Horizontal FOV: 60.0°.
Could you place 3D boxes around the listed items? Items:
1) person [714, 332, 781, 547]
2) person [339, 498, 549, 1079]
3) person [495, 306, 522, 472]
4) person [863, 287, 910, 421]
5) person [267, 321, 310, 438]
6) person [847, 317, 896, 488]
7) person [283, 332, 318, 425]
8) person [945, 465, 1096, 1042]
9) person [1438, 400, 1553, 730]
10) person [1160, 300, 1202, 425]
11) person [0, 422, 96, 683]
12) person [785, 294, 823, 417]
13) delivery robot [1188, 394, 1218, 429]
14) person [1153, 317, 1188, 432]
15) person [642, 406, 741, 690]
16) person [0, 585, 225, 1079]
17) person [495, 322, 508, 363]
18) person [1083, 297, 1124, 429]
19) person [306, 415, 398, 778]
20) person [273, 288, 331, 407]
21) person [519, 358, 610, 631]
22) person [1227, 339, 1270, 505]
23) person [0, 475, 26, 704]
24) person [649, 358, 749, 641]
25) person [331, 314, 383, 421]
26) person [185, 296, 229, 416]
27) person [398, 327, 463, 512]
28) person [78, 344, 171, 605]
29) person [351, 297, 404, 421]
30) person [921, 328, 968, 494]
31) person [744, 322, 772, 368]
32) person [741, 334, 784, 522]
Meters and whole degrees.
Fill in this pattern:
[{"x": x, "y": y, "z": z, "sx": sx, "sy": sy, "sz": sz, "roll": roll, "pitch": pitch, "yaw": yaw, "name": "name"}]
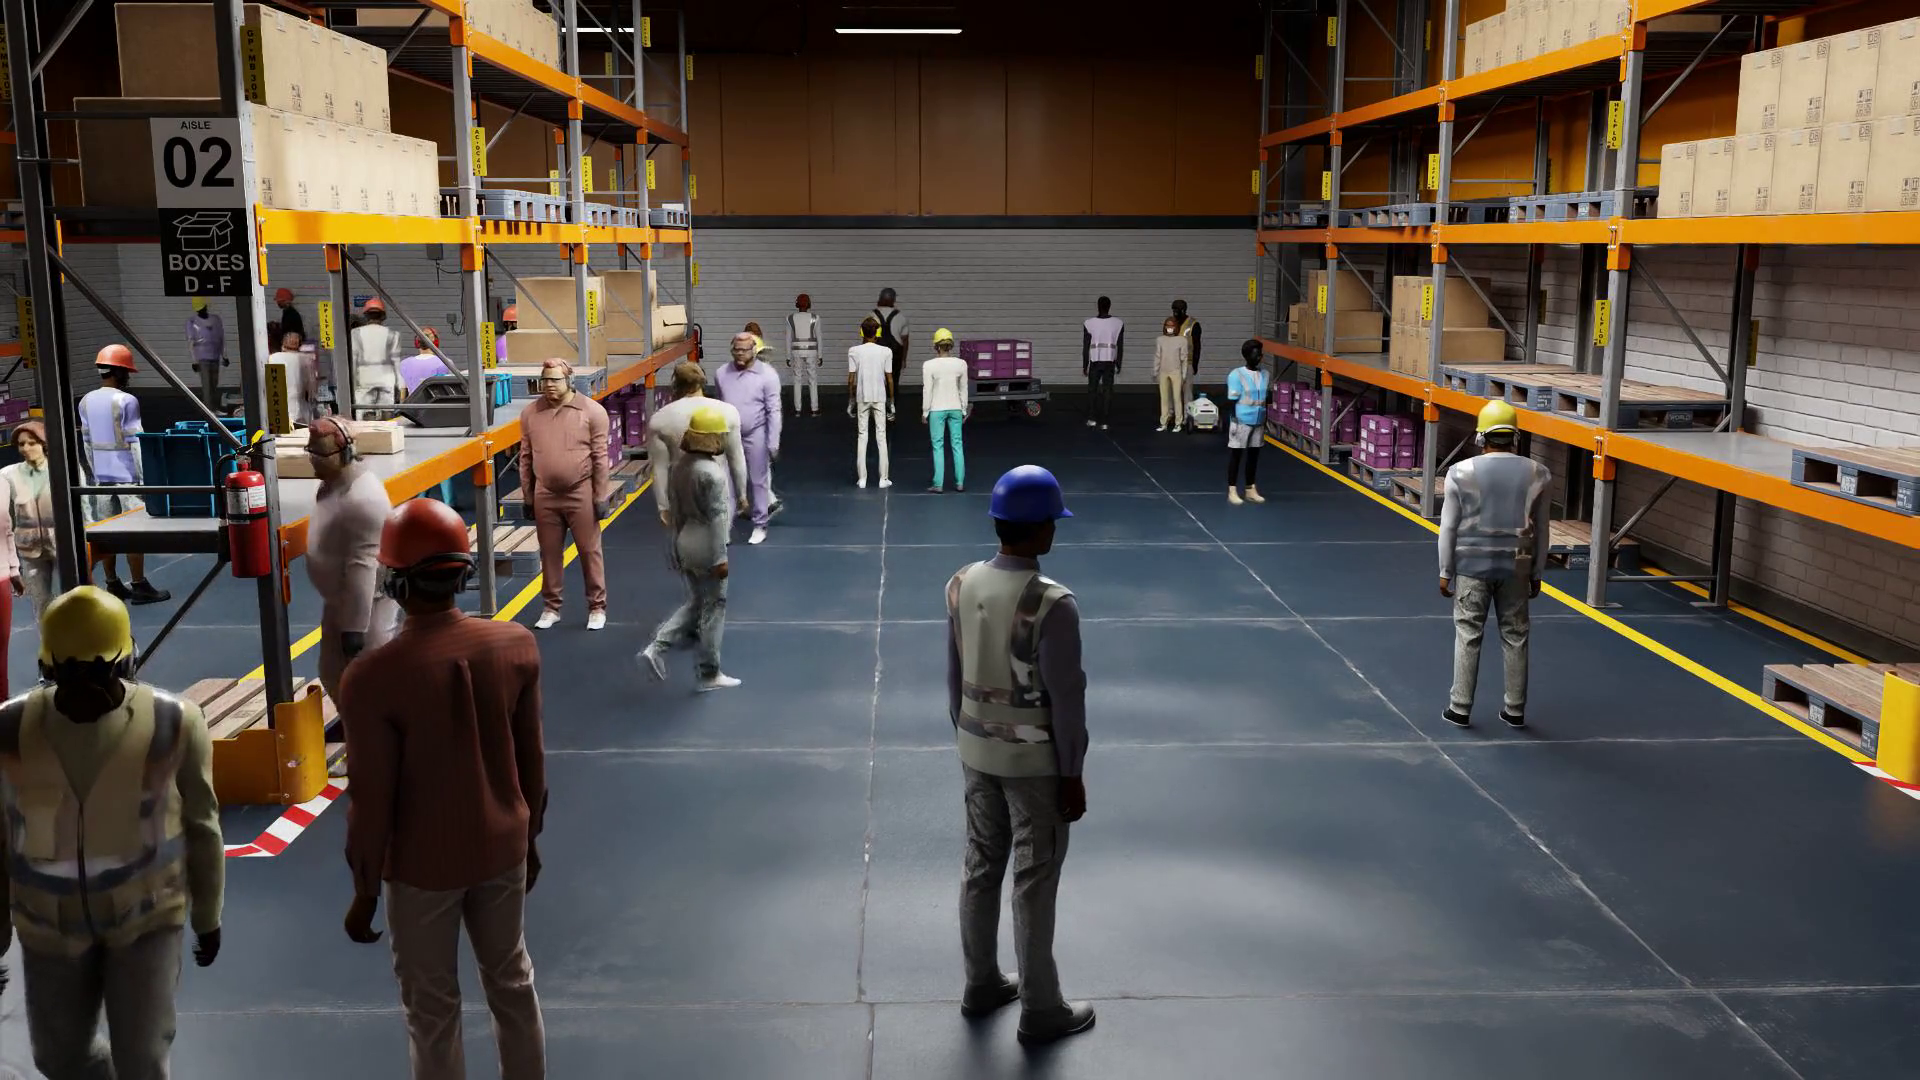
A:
[{"x": -1.904, "y": -0.867, "z": 14.601, "sx": 0.689, "sy": 1.894, "sz": 0.634, "roll": 3, "pitch": 11, "yaw": 17, "name": "person"}, {"x": -1.419, "y": 0.872, "z": 4.612, "sx": 0.380, "sy": 1.996, "sz": 0.608, "roll": 9, "pitch": 13, "yaw": 40, "name": "person"}, {"x": -5.196, "y": -1.773, "z": 19.513, "sx": 0.354, "sy": 1.939, "sz": 0.544, "roll": 2, "pitch": 10, "yaw": 11, "name": "person"}, {"x": -1.094, "y": -2.792, "z": 24.899, "sx": 0.702, "sy": 2.000, "sz": 0.584, "roll": 0, "pitch": 10, "yaw": 1, "name": "person"}, {"x": -6.698, "y": -1.207, "z": 16.464, "sx": 0.609, "sy": 1.909, "sz": 1.043, "roll": -10, "pitch": 14, "yaw": -44, "name": "person"}, {"x": -0.972, "y": -1.497, "z": 18.172, "sx": 0.538, "sy": 1.866, "sz": 0.313, "roll": 0, "pitch": 10, "yaw": 1, "name": "person"}, {"x": -8.097, "y": -1.731, "z": 20.235, "sx": 0.522, "sy": 1.601, "sz": 0.837, "roll": -2, "pitch": 10, "yaw": -8, "name": "person"}, {"x": 0.203, "y": 0.715, "z": 5.620, "sx": 0.388, "sy": 1.947, "sz": 0.610, "roll": -9, "pitch": 14, "yaw": -41, "name": "person"}, {"x": 2.932, "y": 0.143, "z": 9.169, "sx": 0.591, "sy": 1.823, "sz": 0.405, "roll": 1, "pitch": 10, "yaw": 4, "name": "person"}, {"x": 3.226, "y": -2.603, "z": 24.436, "sx": 0.658, "sy": 1.837, "sz": 0.430, "roll": 8, "pitch": 13, "yaw": 36, "name": "person"}, {"x": -5.519, "y": 0.081, "z": 10.087, "sx": 0.518, "sy": 1.614, "sz": 0.387, "roll": -2, "pitch": 10, "yaw": -13, "name": "person"}, {"x": -2.389, "y": -2.828, "z": 25.541, "sx": 0.574, "sy": 1.883, "sz": 0.355, "roll": 0, "pitch": 10, "yaw": 1, "name": "person"}, {"x": 3.401, "y": -1.807, "z": 23.290, "sx": 0.477, "sy": 0.478, "sz": 0.707, "roll": 0, "pitch": 10, "yaw": -1, "name": "delivery robot"}, {"x": 2.987, "y": -2.341, "z": 23.539, "sx": 0.509, "sy": 1.632, "sz": 0.289, "roll": 6, "pitch": 12, "yaw": 31, "name": "person"}, {"x": -1.571, "y": 0.070, "z": 9.839, "sx": 0.502, "sy": 1.728, "sz": 0.484, "roll": -8, "pitch": 13, "yaw": -38, "name": "person"}, {"x": -2.305, "y": 0.984, "z": 4.500, "sx": 0.607, "sy": 1.807, "sz": 0.737, "roll": -3, "pitch": 11, "yaw": -16, "name": "person"}, {"x": -6.053, "y": -2.193, "z": 22.533, "sx": 0.548, "sy": 1.685, "sz": 0.452, "roll": -3, "pitch": 11, "yaw": -18, "name": "person"}, {"x": 2.063, "y": -2.566, "z": 24.105, "sx": 0.597, "sy": 1.882, "sz": 0.871, "roll": 0, "pitch": 10, "yaw": 1, "name": "person"}, {"x": -2.920, "y": 0.314, "z": 8.072, "sx": 0.458, "sy": 1.872, "sz": 0.684, "roll": -7, "pitch": 13, "yaw": -35, "name": "person"}, {"x": -10.700, "y": -3.092, "z": 26.868, "sx": 0.918, "sy": 1.958, "sz": 0.620, "roll": -9, "pitch": 13, "yaw": -41, "name": "person"}, {"x": -2.732, "y": -0.310, "z": 11.491, "sx": 0.638, "sy": 1.899, "sz": 0.395, "roll": 1, "pitch": 10, "yaw": 6, "name": "person"}, {"x": 2.958, "y": -1.209, "z": 17.040, "sx": 0.540, "sy": 1.695, "sz": 0.317, "roll": -6, "pitch": 12, "yaw": -30, "name": "person"}, {"x": -5.263, "y": 0.210, "z": 8.937, "sx": 0.305, "sy": 1.771, "sz": 0.525, "roll": 2, "pitch": 10, "yaw": 13, "name": "person"}, {"x": -1.798, "y": -0.284, "z": 11.336, "sx": 0.635, "sy": 1.902, "sz": 0.955, "roll": 1, "pitch": 10, "yaw": 5, "name": "person"}, {"x": -7.447, "y": -1.909, "z": 20.658, "sx": 0.664, "sy": 1.803, "sz": 0.452, "roll": -8, "pitch": 13, "yaw": -37, "name": "person"}, {"x": -11.485, "y": -2.789, "z": 25.364, "sx": 0.525, "sy": 1.876, "sz": 0.668, "roll": 6, "pitch": 12, "yaw": 30, "name": "person"}, {"x": -5.224, "y": -1.168, "z": 16.394, "sx": 0.564, "sy": 1.847, "sz": 0.395, "roll": 0, "pitch": 10, "yaw": 0, "name": "person"}, {"x": -6.203, "y": -0.478, "z": 12.323, "sx": 0.542, "sy": 1.929, "sz": 0.368, "roll": 4, "pitch": 11, "yaw": 20, "name": "person"}, {"x": -7.003, "y": -1.895, "z": 19.964, "sx": 0.645, "sy": 2.018, "sz": 0.594, "roll": -3, "pitch": 11, "yaw": -15, "name": "person"}, {"x": -0.171, "y": -1.378, "z": 17.795, "sx": 0.533, "sy": 1.765, "sz": 0.330, "roll": -5, "pitch": 11, "yaw": -24, "name": "person"}, {"x": -2.711, "y": -2.039, "z": 21.838, "sx": 0.497, "sy": 1.634, "sz": 0.278, "roll": 3, "pitch": 11, "yaw": 19, "name": "person"}, {"x": -1.923, "y": -1.050, "z": 15.826, "sx": 0.412, "sy": 1.814, "sz": 0.600, "roll": 2, "pitch": 10, "yaw": 9, "name": "person"}]
